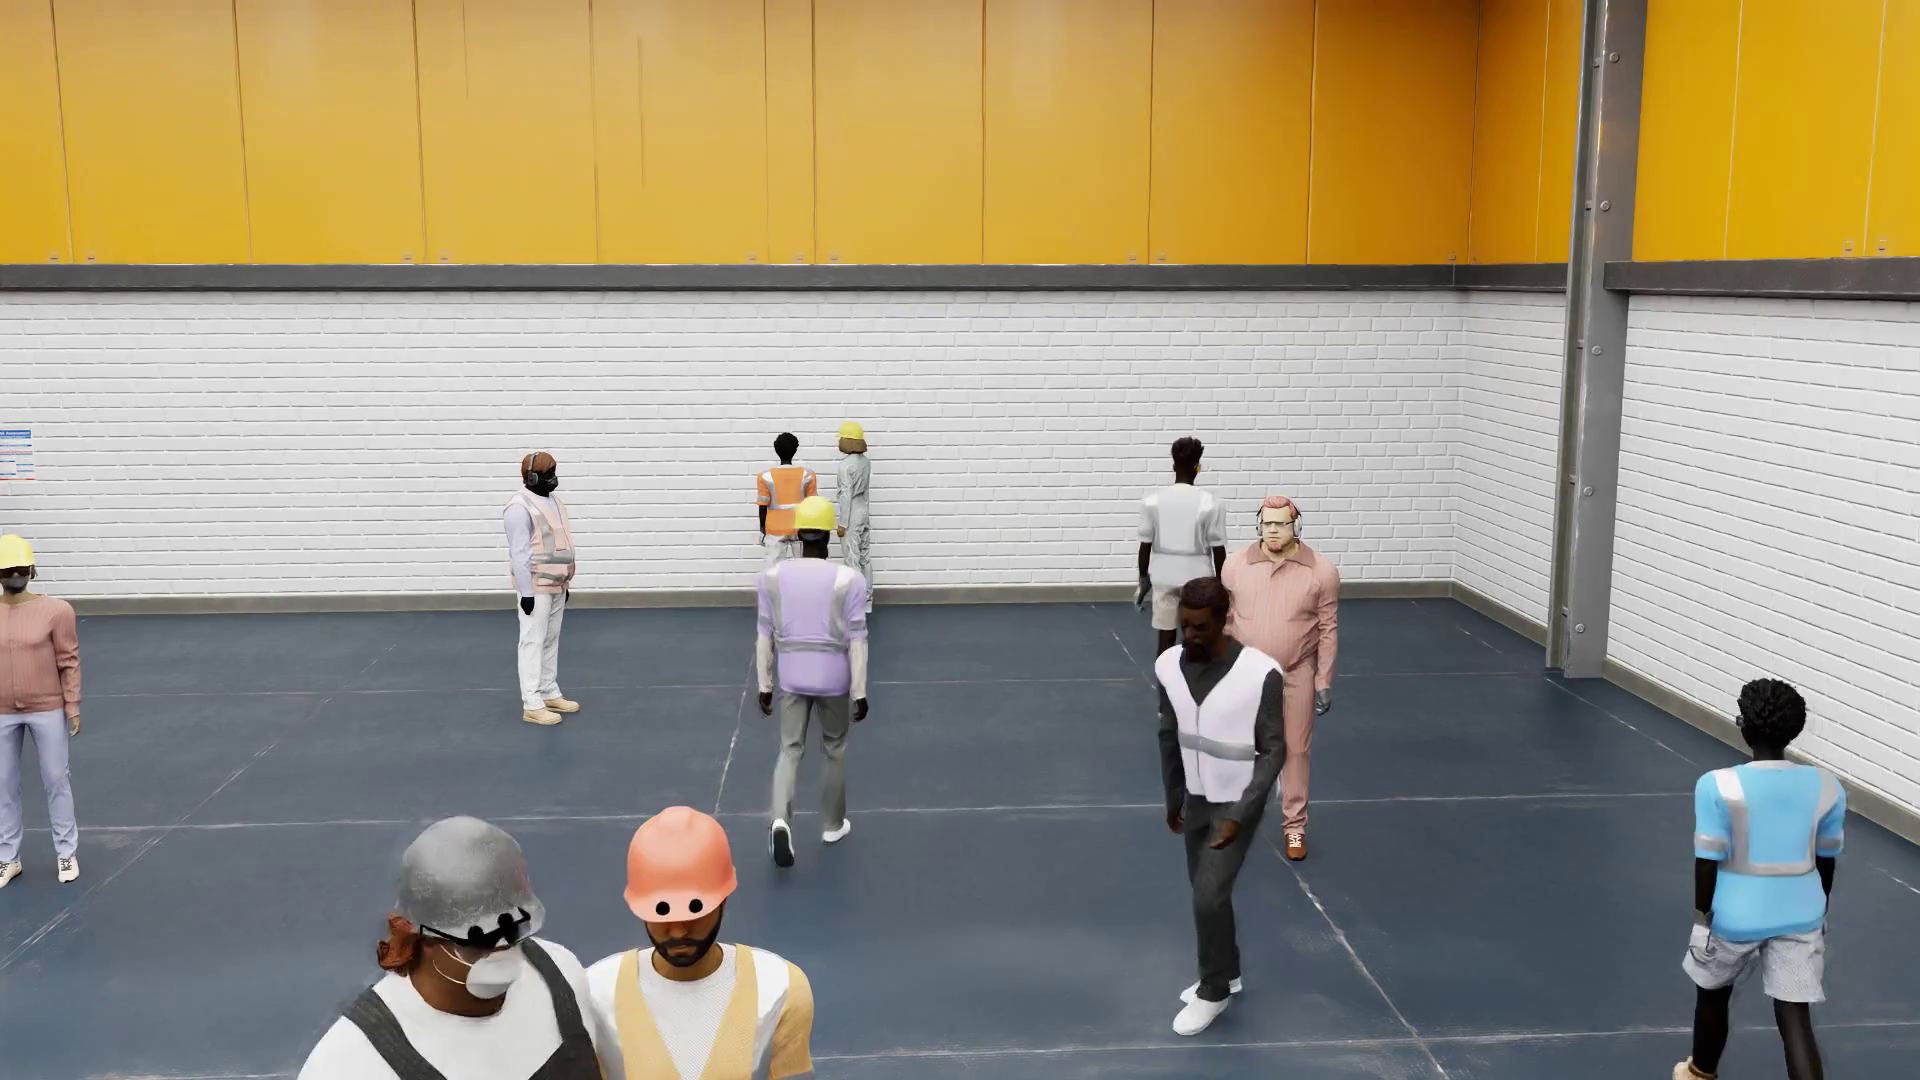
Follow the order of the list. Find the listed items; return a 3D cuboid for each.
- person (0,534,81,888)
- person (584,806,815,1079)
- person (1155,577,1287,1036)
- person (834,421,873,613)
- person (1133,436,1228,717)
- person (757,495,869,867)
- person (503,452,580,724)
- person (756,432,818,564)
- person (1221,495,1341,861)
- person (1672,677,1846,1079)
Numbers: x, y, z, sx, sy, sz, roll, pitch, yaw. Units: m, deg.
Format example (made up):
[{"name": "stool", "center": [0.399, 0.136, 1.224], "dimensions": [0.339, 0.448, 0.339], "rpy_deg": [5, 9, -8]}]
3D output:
[{"name": "person", "center": [-4.647, 0.847, 8.252], "dimensions": [0.532, 1.770, 0.306], "rpy_deg": [-3, 9, -17]}, {"name": "person", "center": [-0.575, 1.507, 3.581], "dimensions": [0.545, 1.938, 0.361], "rpy_deg": [-2, 9, -11]}, {"name": "person", "center": [1.056, 1.051, 6.668], "dimensions": [0.653, 1.864, 0.612], "rpy_deg": [-8, 12, -41]}, {"name": "person", "center": [-0.963, -0.182, 14.786], "dimensions": [0.294, 1.745, 0.493], "rpy_deg": [4, 10, 22]}, {"name": "person", "center": [1.501, 0.270, 11.294], "dimensions": [0.635, 1.968, 0.399], "rpy_deg": [4, 10, 21]}, {"name": "person", "center": [-0.771, 0.721, 8.614], "dimensions": [0.597, 1.902, 0.831], "rpy_deg": [2, 9, 10]}, {"name": "person", "center": [-2.838, 0.316, 11.355], "dimensions": [0.429, 1.844, 0.622], "rpy_deg": [2, 9, 10]}, {"name": "person", "center": [-1.472, -0.071, 14.233], "dimensions": [0.535, 1.697, 0.321], "rpy_deg": [-2, 9, -11]}, {"name": "person", "center": [1.631, 0.712, 8.667], "dimensions": [0.638, 1.909, 0.408], "rpy_deg": [3, 10, 18]}, {"name": "person", "center": [2.783, 1.303, 5.727], "dimensions": [0.543, 1.663, 0.864], "rpy_deg": [0, 9, 0]}]
